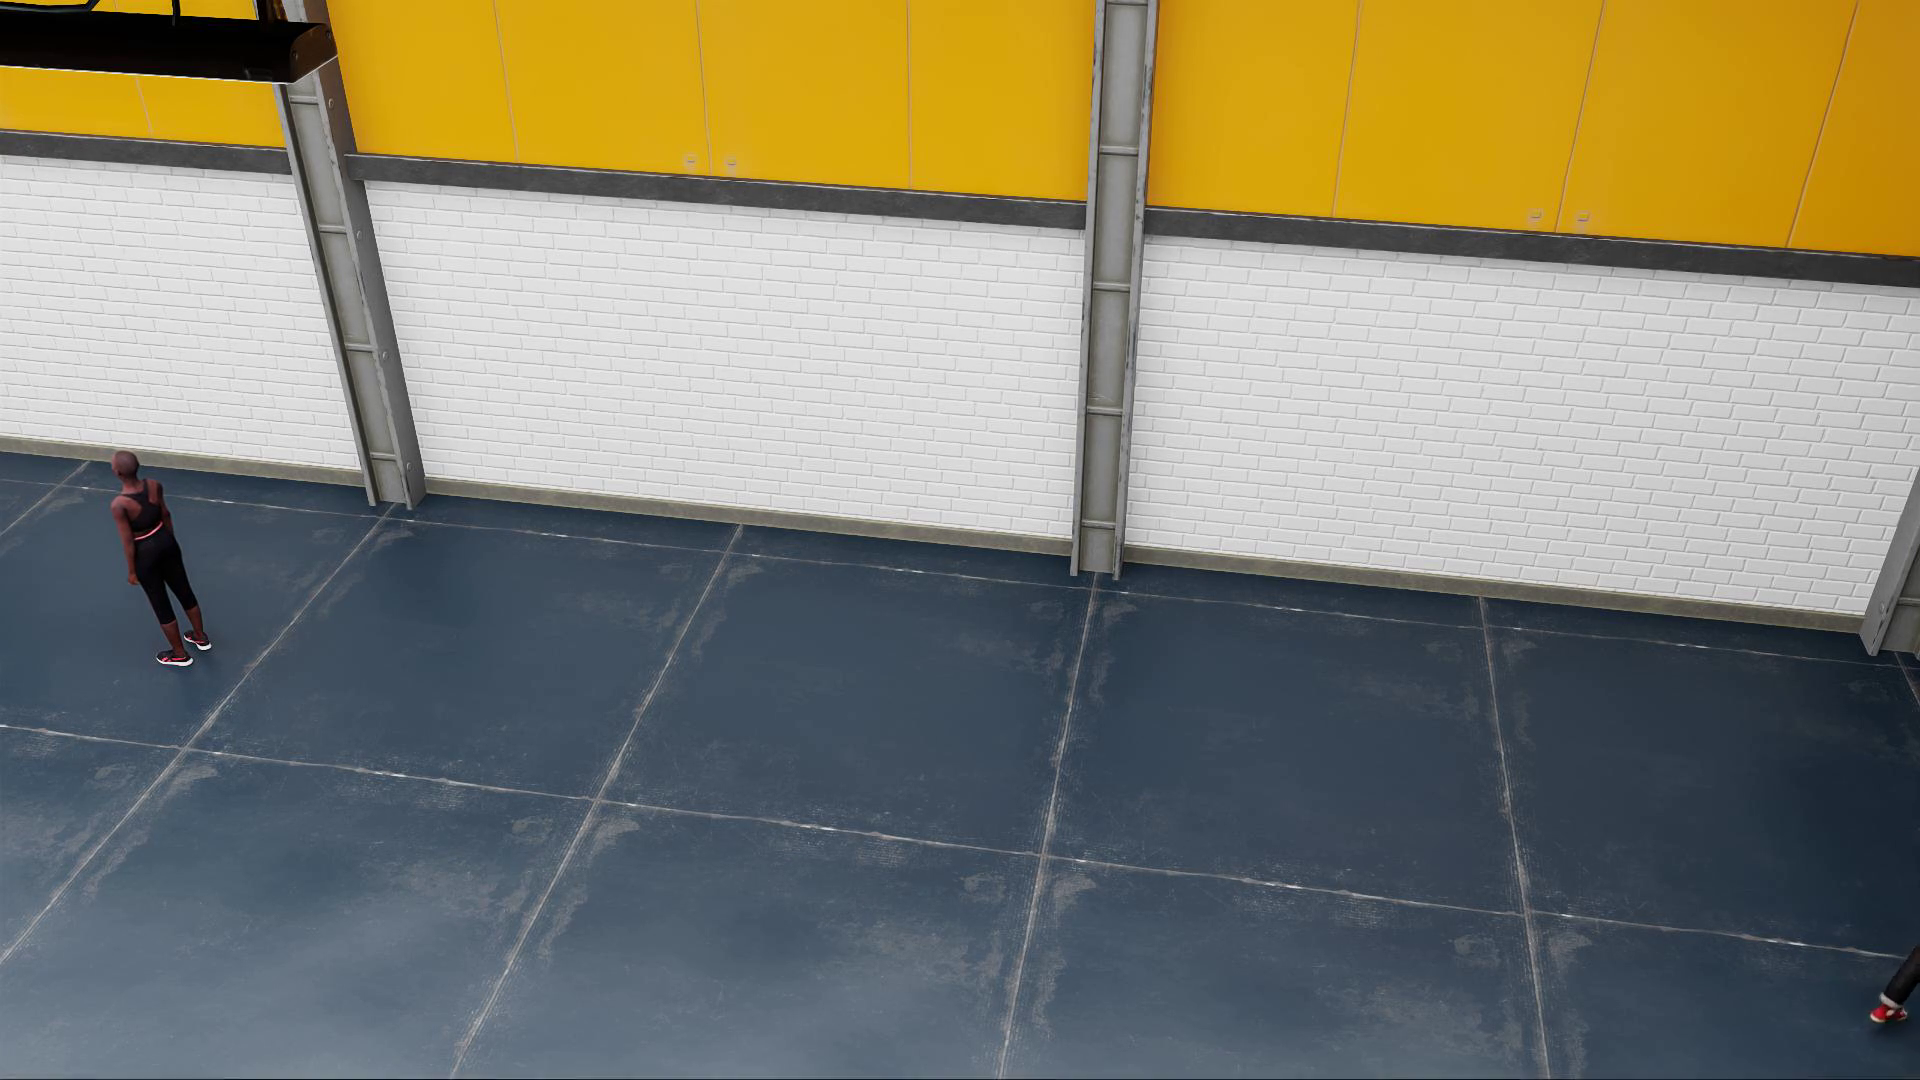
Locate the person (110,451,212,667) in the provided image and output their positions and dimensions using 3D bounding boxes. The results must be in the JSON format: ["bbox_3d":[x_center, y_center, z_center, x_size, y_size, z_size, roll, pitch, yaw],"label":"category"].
[{"bbox_3d":[-5.767,0.118,11.935,0.618,1.757,0.640,15,36,21],"label":"person"}]
